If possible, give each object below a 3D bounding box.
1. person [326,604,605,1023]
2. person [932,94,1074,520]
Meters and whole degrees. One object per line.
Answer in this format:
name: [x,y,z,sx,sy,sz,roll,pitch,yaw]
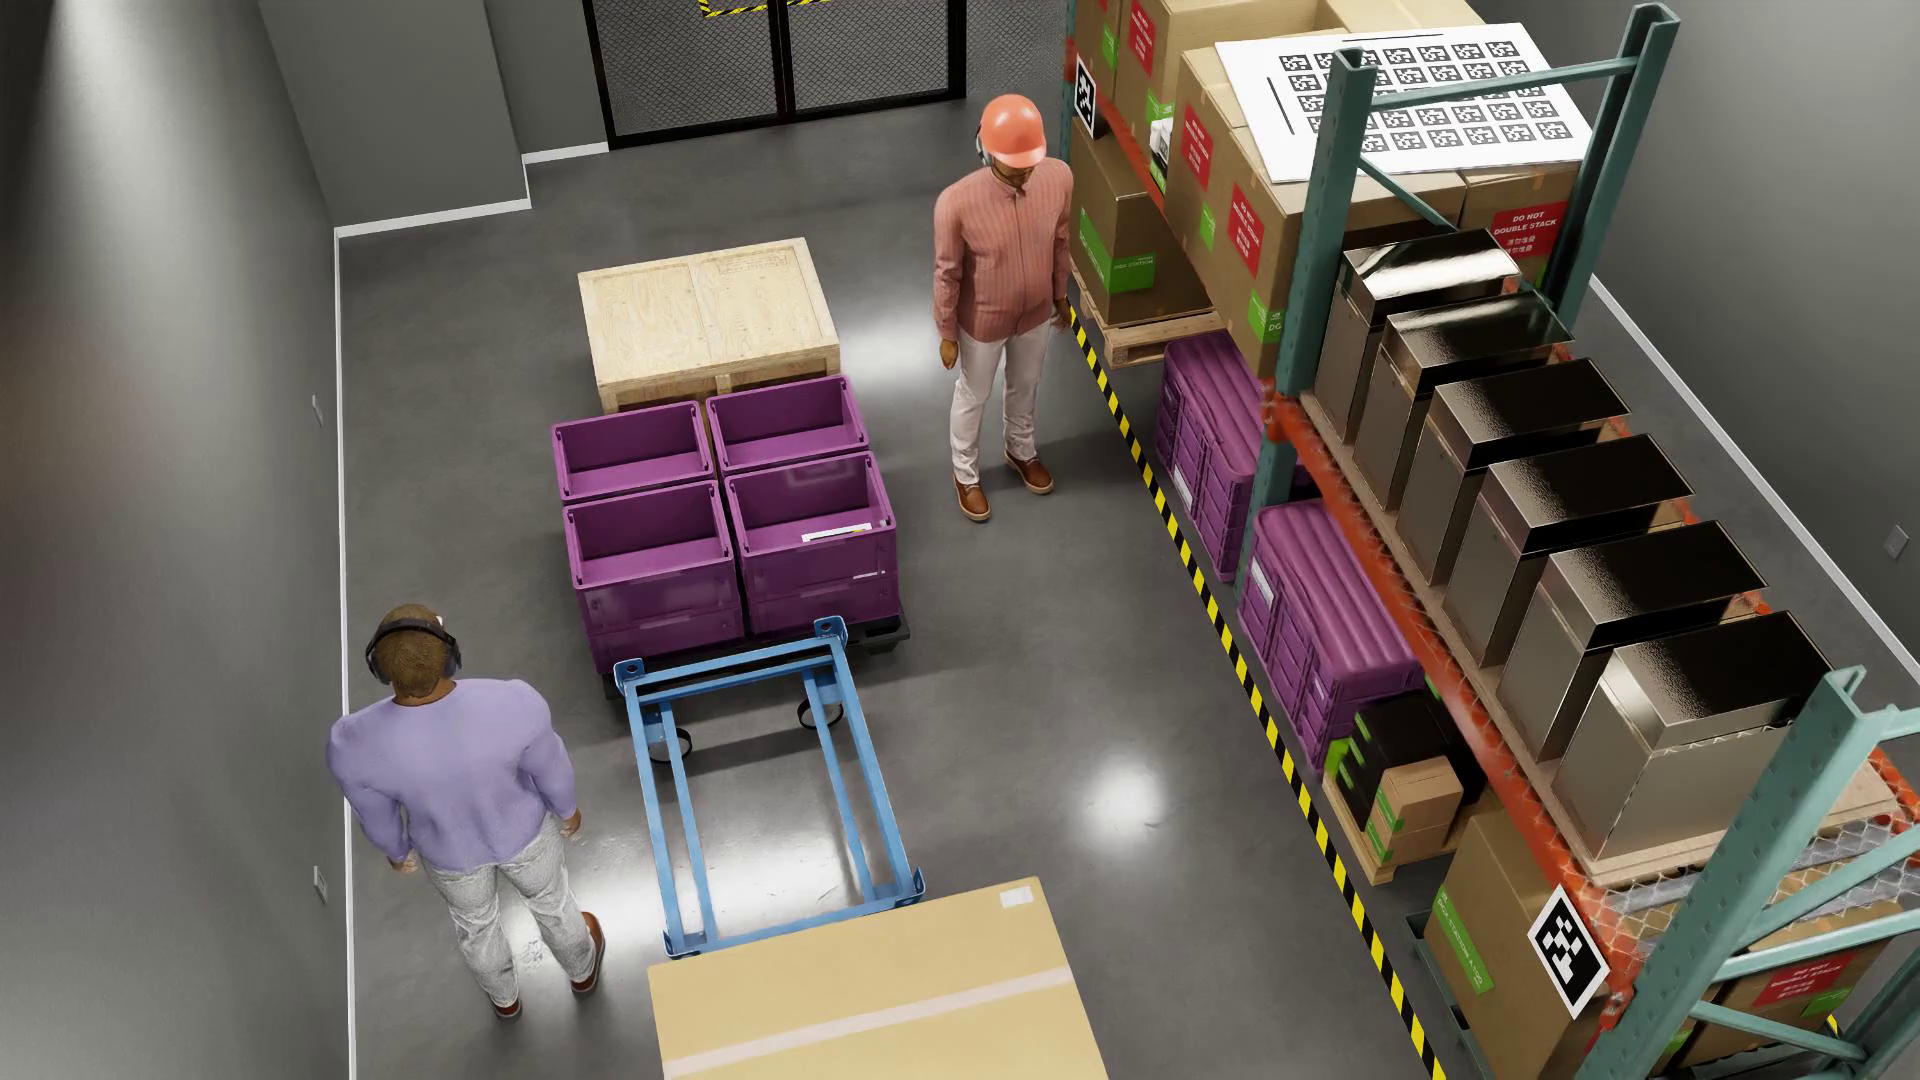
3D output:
person: [-1.467,0.874,5.084,0.627,1.941,0.371,-13,49,-11]
person: [0.186,-0.917,6.690,0.625,1.992,0.386,-23,51,-19]
